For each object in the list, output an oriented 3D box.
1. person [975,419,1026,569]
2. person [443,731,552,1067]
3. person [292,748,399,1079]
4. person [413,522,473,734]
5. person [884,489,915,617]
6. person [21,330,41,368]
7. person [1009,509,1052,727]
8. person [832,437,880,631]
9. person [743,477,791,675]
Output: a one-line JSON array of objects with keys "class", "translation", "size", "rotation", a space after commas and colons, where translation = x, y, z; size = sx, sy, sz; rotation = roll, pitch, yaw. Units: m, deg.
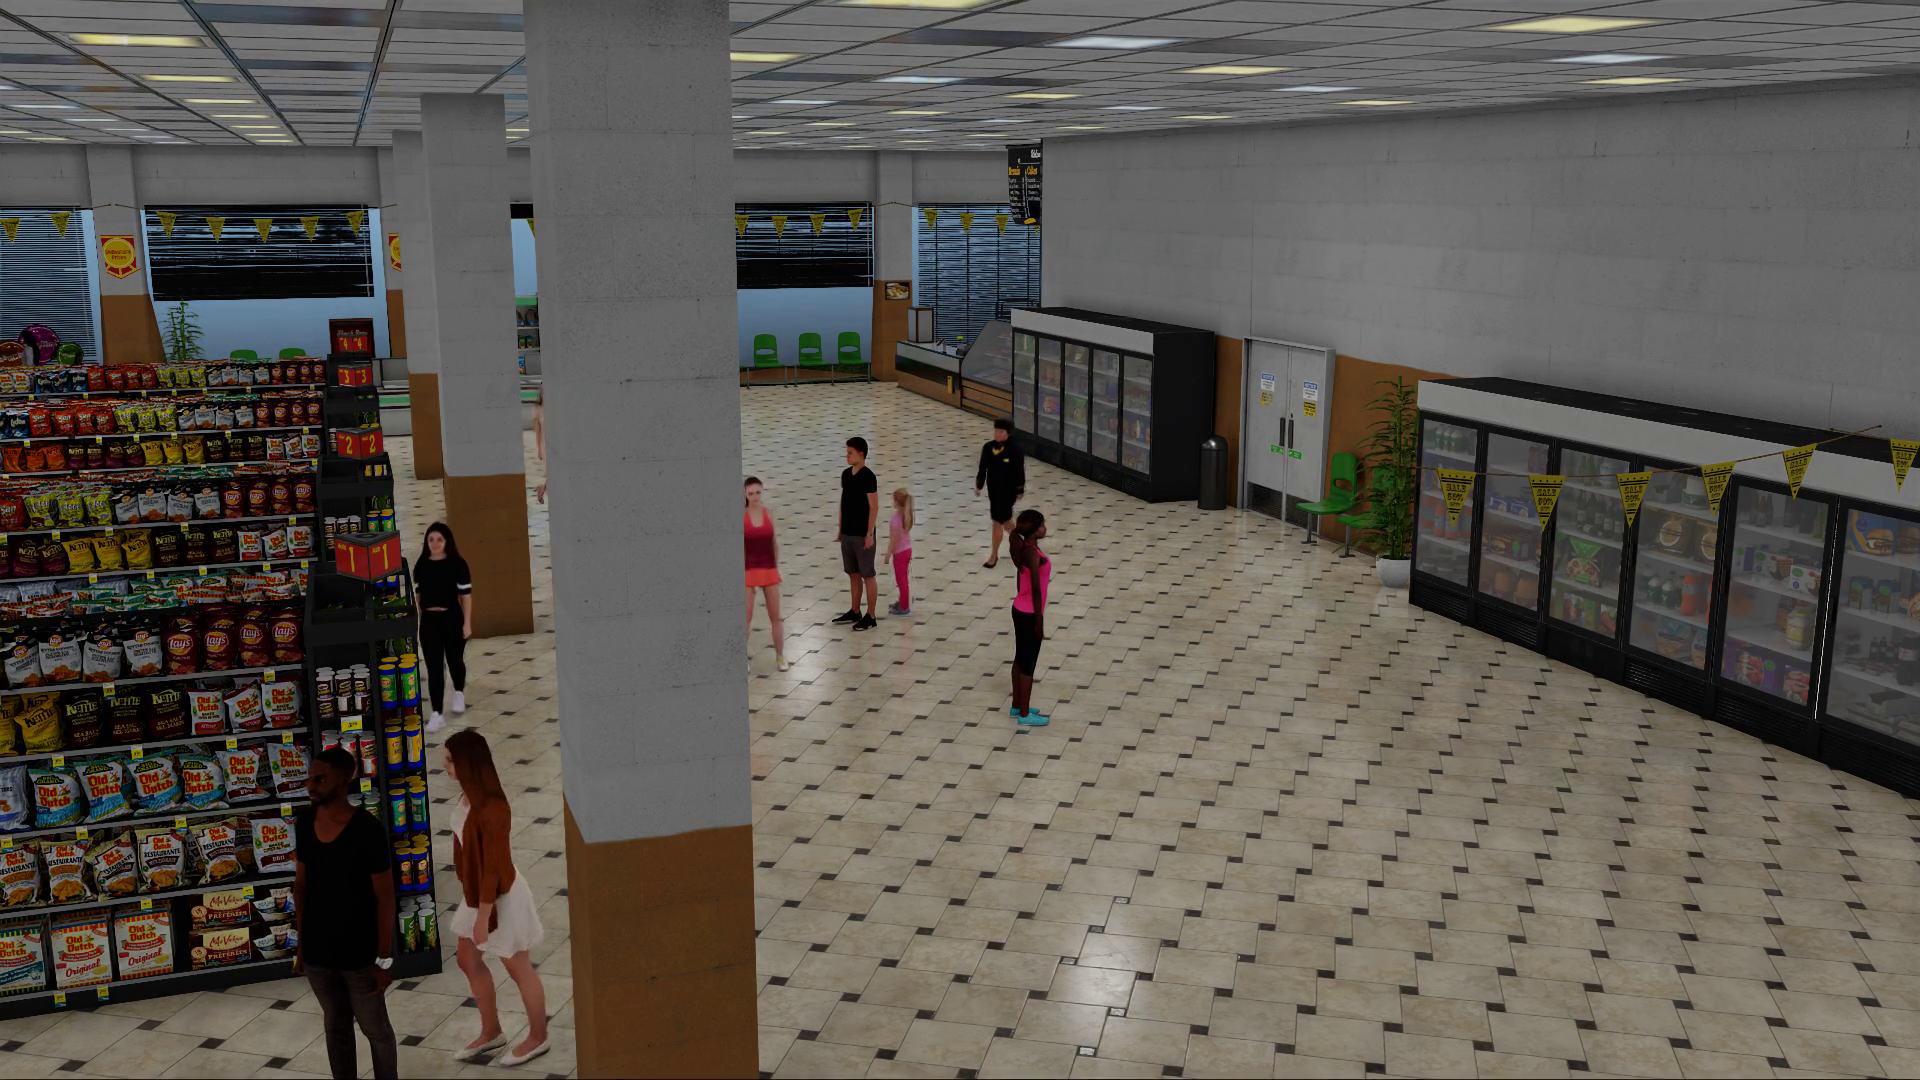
[{"class": "person", "translation": [0.513, -0.526, 18.741], "size": [1.020, 1.633, 1.205], "rotation": [10, 15, 39]}, {"class": "person", "translation": [-2.150, 1.702, 8.002], "size": [0.737, 1.697, 0.719], "rotation": [-8, 15, -35]}, {"class": "person", "translation": [-2.708, 1.783, 7.355], "size": [0.696, 1.805, 0.775], "rotation": [5, 13, 21]}, {"class": "person", "translation": [-4.064, 0.659, 13.187], "size": [1.018, 1.602, 0.848], "rotation": [-1, 12, -5]}, {"class": "person", "translation": [-0.563, 0.115, 16.560], "size": [0.694, 1.275, 0.634], "rotation": [5, 13, 23]}, {"class": "person", "translation": [-16.594, -2.901, 29.797], "size": [0.578, 1.723, 0.631], "rotation": [-2, 12, -8]}, {"class": "person", "translation": [0.537, 0.599, 13.179], "size": [0.577, 1.722, 0.591], "rotation": [-3, 12, -12]}, {"class": "person", "translation": [-0.970, -0.080, 16.065], "size": [0.709, 1.861, 0.757], "rotation": [-10, 16, -40]}, {"class": "person", "translation": [-1.794, 0.302, 14.558], "size": [0.496, 1.735, 0.686], "rotation": [-6, 13, -27]}]
